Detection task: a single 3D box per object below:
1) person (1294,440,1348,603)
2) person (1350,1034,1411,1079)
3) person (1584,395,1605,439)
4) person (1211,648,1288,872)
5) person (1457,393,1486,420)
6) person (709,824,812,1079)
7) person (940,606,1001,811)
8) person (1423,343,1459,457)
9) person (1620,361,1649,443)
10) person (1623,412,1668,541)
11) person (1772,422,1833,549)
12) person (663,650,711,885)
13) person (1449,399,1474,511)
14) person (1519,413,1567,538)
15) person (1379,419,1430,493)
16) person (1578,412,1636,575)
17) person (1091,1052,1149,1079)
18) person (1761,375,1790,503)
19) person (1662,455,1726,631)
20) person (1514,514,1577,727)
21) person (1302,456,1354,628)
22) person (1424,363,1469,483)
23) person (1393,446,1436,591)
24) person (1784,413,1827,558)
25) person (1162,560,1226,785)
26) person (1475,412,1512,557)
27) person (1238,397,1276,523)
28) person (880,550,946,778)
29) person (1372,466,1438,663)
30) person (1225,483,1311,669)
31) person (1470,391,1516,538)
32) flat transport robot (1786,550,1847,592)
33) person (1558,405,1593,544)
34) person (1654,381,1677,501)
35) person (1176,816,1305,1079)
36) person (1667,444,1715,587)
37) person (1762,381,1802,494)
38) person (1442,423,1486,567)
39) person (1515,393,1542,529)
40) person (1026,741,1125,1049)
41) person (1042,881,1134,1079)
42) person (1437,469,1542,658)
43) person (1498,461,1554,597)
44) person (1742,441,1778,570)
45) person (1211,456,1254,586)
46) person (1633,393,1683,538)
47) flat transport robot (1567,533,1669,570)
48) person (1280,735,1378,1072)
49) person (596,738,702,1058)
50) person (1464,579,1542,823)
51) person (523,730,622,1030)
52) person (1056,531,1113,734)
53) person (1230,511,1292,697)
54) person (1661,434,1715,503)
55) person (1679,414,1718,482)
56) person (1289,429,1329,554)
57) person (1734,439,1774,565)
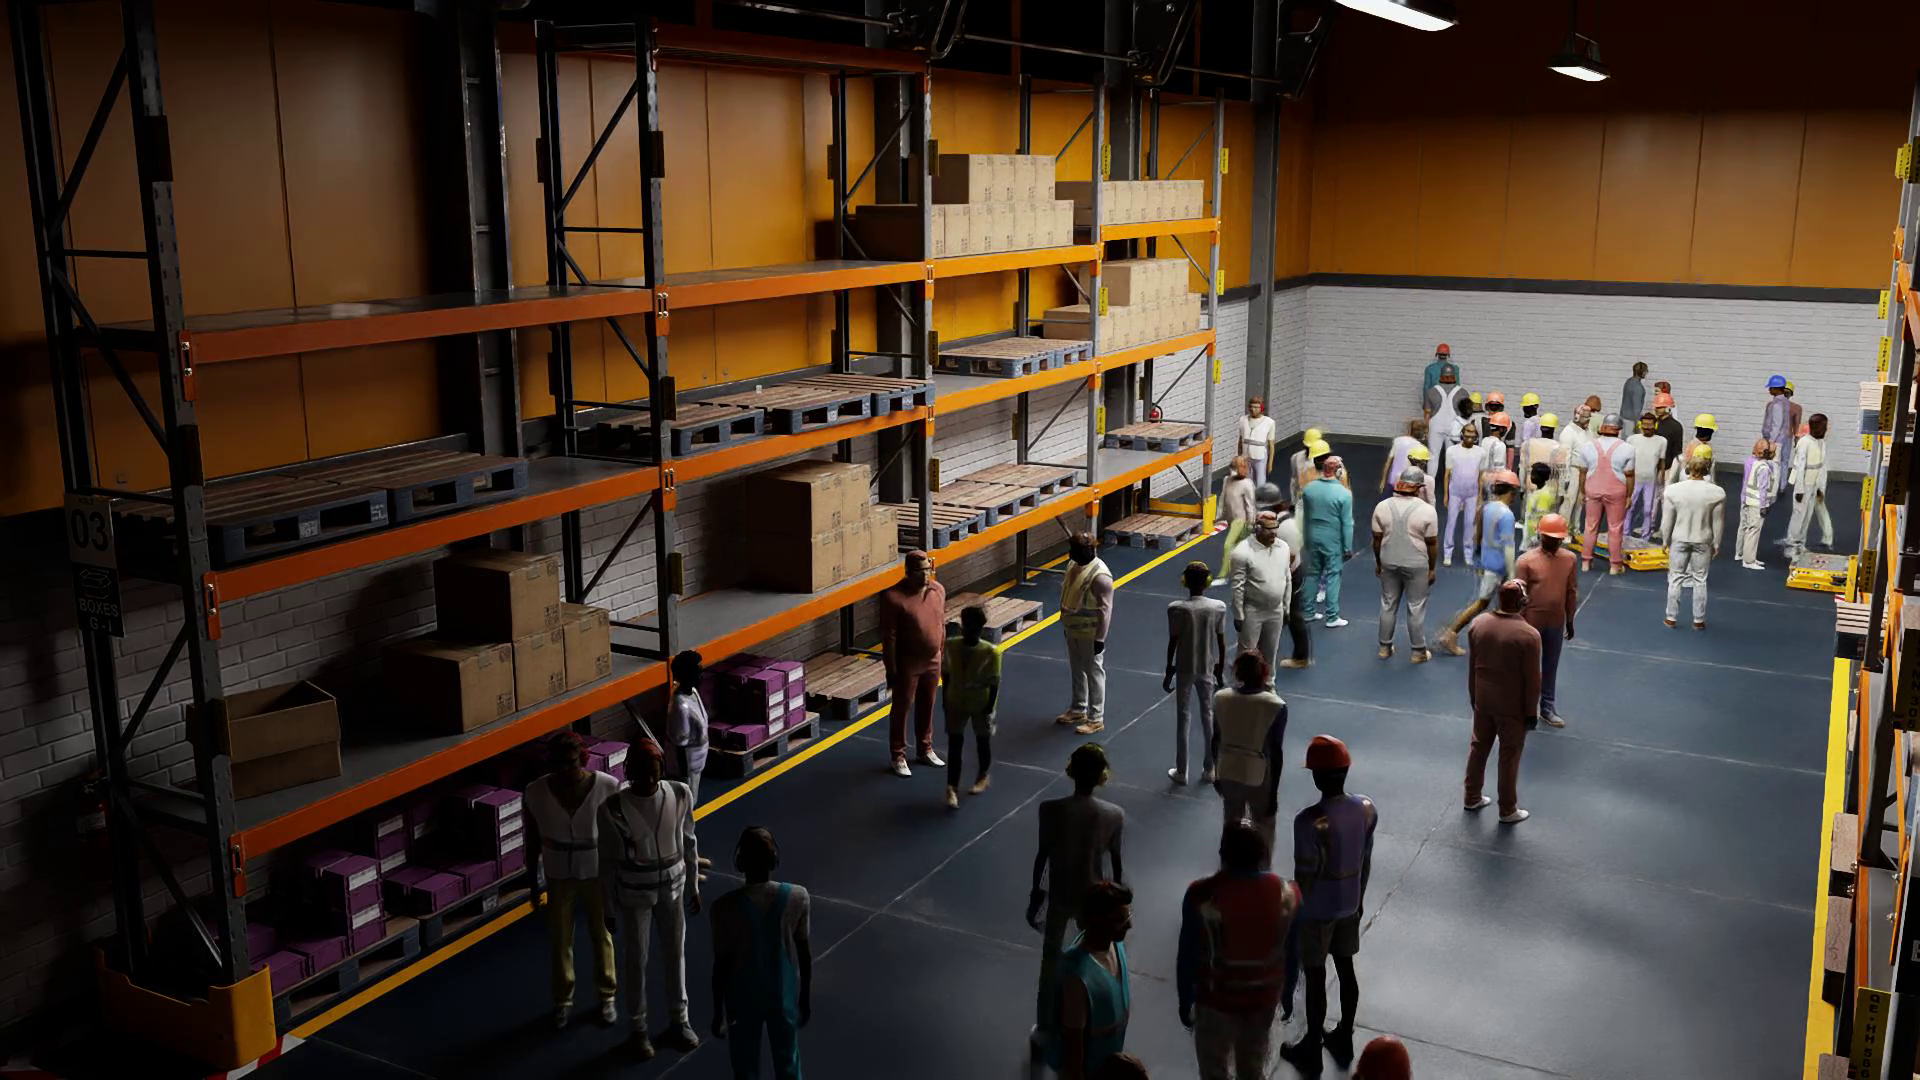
[{"bbox_3d":[4.176,-0.221,19.429,0.732,1.890,0.595,-12,17,-43],"label":"person"},{"bbox_3d":[1.572,2.757,6.471,0.557,1.732,0.432,1,13,6],"label":"person"},{"bbox_3d":[9.546,-1.385,25.230,0.268,1.630,0.507,-11,16,-39],"label":"person"},{"bbox_3d":[1.922,1.644,11.274,0.579,1.802,0.578,8,15,33],"label":"person"},{"bbox_3d":[7.596,-1.322,24.732,0.494,1.730,0.324,3,13,12],"label":"person"},{"bbox_3d":[-0.984,2.297,8.267,0.515,1.843,0.327,-5,14,-22],"label":"person"},{"bbox_3d":[0.075,1.299,13.142,0.542,1.647,0.822,4,13,19],"label":"person"},{"bbox_3d":[8.432,-2.449,29.175,0.609,1.996,0.379,2,13,11],"label":"person"},{"bbox_3d":[10.948,-1.946,27.092,0.380,1.932,0.623,2,13,7],"label":"person"},{"bbox_3d":[9.009,-0.752,21.897,0.592,1.863,0.328,5,14,23],"label":"person"},{"bbox_3d":[11.320,-0.721,22.138,0.756,1.696,0.589,5,14,23],"label":"person"},{"bbox_3d":[-1.935,1.595,11.771,0.321,1.690,0.537,-1,13,-2],"label":"person"},{"bbox_3d":[7.409,-1.252,24.568,0.351,1.679,0.548,12,17,43],"label":"person"},{"bbox_3d":[7.487,-0.670,21.372,0.594,1.922,0.385,10,16,37],"label":"person"},{"bbox_3d":[5.901,-0.716,21.883,0.786,1.788,0.591,-8,15,-32],"label":"person"},{"bbox_3d":[8.092,-0.600,20.794,0.676,2.000,0.536,9,15,34],"label":"person"},{"bbox_3d":[0.609,2.778,6.592,0.278,1.631,0.505,11,16,39],"label":"person"},{"bbox_3d":[12.307,-1.526,25.166,0.401,1.943,0.620,7,14,28],"label":"person"},{"bbox_3d":[7.999,0.031,18.202,0.631,1.939,0.372,5,14,22],"label":"person"},{"bbox_3d":[5.262,0.729,14.980,0.614,1.987,0.408,-3,13,-13],"label":"person"},{"bbox_3d":[4.076,0.013,18.381,0.399,1.899,0.650,-10,16,-39],"label":"person"},{"bbox_3d":[7.576,-1.756,25.969,0.677,2.000,0.535,3,13,12],"label":"person"},{"bbox_3d":[5.416,-0.247,19.840,0.533,1.765,0.322,11,16,40],"label":"person"},{"bbox_3d":[10.963,-0.701,21.553,0.584,1.911,0.388,-11,17,-40],"label":"person"},{"bbox_3d":[1.922,1.085,13.649,0.534,1.864,0.310,-2,13,-8],"label":"person"},{"bbox_3d":[6.900,-0.695,21.489,0.389,1.925,0.550,-2,13,-8],"label":"person"},{"bbox_3d":[4.213,-1.136,23.666,0.562,1.836,0.386,10,16,39],"label":"person"},{"bbox_3d":[-0.348,1.013,13.876,0.650,1.906,0.401,-10,16,-38],"label":"person"},{"bbox_3d":[4.594,0.231,17.075,0.673,2.000,0.536,9,16,35],"label":"person"},{"bbox_3d":[3.125,0.342,16.578,1.024,2.000,0.697,-5,13,-20],"label":"person"},{"bbox_3d":[7.227,-1.017,22.692,0.611,2.032,0.411,4,13,16],"label":"person"},{"bbox_3d":[10.575,0.372,20.439,0.652,0.197,1.431,7,14,29],"label":"flat transport robot"},{"bbox_3d":[8.309,-0.884,22.408,0.653,1.896,0.400,-12,17,-42],"label":"person"},{"bbox_3d":[10.729,-1.505,25.341,0.417,1.828,0.561,5,14,22],"label":"person"},{"bbox_3d":[1.406,2.301,8.320,0.637,1.828,0.629,-1,13,-5],"label":"person"},{"bbox_3d":[8.893,-0.300,20.154,0.358,1.735,0.488,-4,13,-18],"label":"person"},{"bbox_3d":[12.786,-1.597,25.910,0.532,1.756,0.337,6,14,24],"label":"person"},{"bbox_3d":[6.392,-0.571,21.110,0.508,1.845,0.345,1,13,6],"label":"person"},{"bbox_3d":[7.985,-1.106,23.356,0.399,1.911,0.596,10,16,39],"label":"person"},{"bbox_3d":[0.651,2.030,9.443,0.542,1.852,0.421,1,13,3],"label":"person"},{"bbox_3d":[0.591,2.432,7.693,0.393,1.836,0.561,5,14,22],"label":"person"},{"bbox_3d":[5.477,0.261,17.115,1.070,1.975,0.671,2,13,7],"label":"person"},{"bbox_3d":[6.799,-0.089,19.368,0.805,1.662,0.533,1,13,3],"label":"person"},{"bbox_3d":[10.089,-0.441,21.011,0.318,1.631,0.518,4,13,16],"label":"person"},{"bbox_3d":[3.409,-0.254,20.239,0.825,1.595,0.505,-6,14,-25],"label":"person"},{"bbox_3d":[9.592,-1.024,22.795,0.395,1.994,0.613,-4,13,-19],"label":"person"},{"bbox_3d":[8.607,0.124,21.552,0.652,0.197,1.431,-4,13,-17],"label":"flat transport robot"},{"bbox_3d":[2.043,2.022,9.306,0.542,1.930,0.366,-7,14,-29],"label":"person"},{"bbox_3d":[-1.757,2.019,9.449,0.584,1.879,0.369,-8,15,-31],"label":"person"},{"bbox_3d":[4.236,1.234,12.925,0.398,1.899,0.639,-9,15,-34],"label":"person"},{"bbox_3d":[-2.241,1.972,9.755,0.565,1.836,0.392,-2,13,-8],"label":"person"},{"bbox_3d":[1.106,0.817,14.906,0.429,1.840,0.630,-6,14,-25],"label":"person"},{"bbox_3d":[2.820,0.655,15.498,0.644,1.901,0.399,-6,14,-25],"label":"person"},{"bbox_3d":[9.464,-0.578,21.632,0.634,1.612,0.574,2,13,11],"label":"person"},{"bbox_3d":[9.486,-0.678,21.434,0.393,1.919,0.582,8,15,32],"label":"person"},{"bbox_3d":[4.362,-0.478,20.668,0.633,1.873,1.016,8,15,32],"label":"person"},{"bbox_3d":[10.136,-0.485,21.205,0.312,1.631,0.528,-3,13,-12],"label":"person"}]
